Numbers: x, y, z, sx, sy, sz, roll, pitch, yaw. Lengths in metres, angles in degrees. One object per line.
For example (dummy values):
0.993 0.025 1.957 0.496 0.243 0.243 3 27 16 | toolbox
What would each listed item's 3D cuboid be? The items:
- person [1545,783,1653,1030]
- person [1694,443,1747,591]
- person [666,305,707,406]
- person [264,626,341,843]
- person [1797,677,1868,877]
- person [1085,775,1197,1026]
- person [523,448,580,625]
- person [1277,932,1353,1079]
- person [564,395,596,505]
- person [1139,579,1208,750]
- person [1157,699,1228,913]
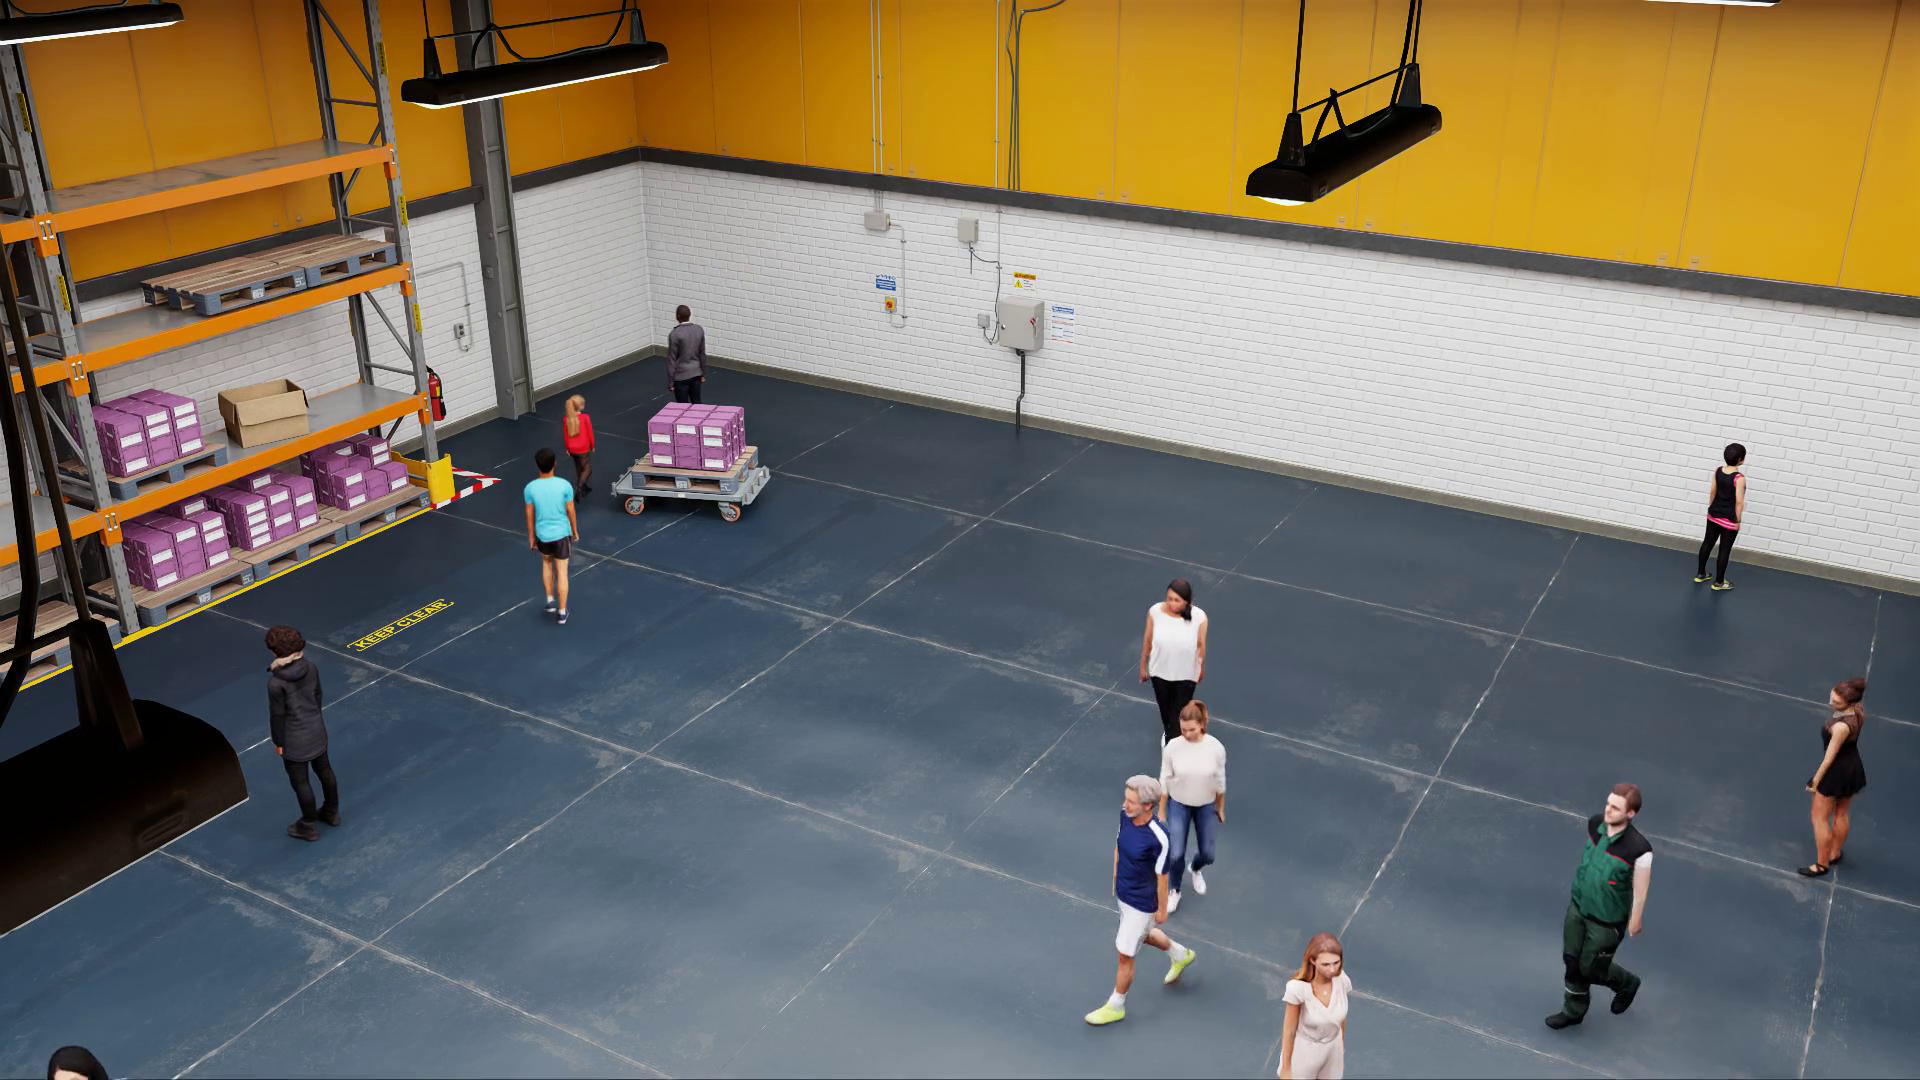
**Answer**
4.174 2.355 10.695 1.011 1.831 0.921 -9 25 -20 | person
7.818 -0.260 17.024 0.663 1.552 0.623 -10 25 -21 | person
-3.402 -2.044 20.778 0.630 1.815 0.824 -21 31 -39 | person
-5.053 1.476 12.775 0.697 1.774 0.523 10 26 22 | person
6.576 1.717 12.366 0.622 1.661 0.839 -13 27 -27 | person
1.239 2.298 10.848 1.231 1.813 1.050 -11 26 -24 | person
-3.958 -0.002 16.174 0.754 1.760 0.803 -2 24 -6 | person
2.016 2.947 9.507 0.662 1.697 0.728 -7 25 -16 | person
-4.394 -1.028 19.139 0.630 1.265 0.871 5 24 11 | person
1.806 1.064 13.875 0.743 1.649 1.087 9 25 20 | person
1.644 1.905 11.878 0.764 1.707 0.811 1 24 1 | person
